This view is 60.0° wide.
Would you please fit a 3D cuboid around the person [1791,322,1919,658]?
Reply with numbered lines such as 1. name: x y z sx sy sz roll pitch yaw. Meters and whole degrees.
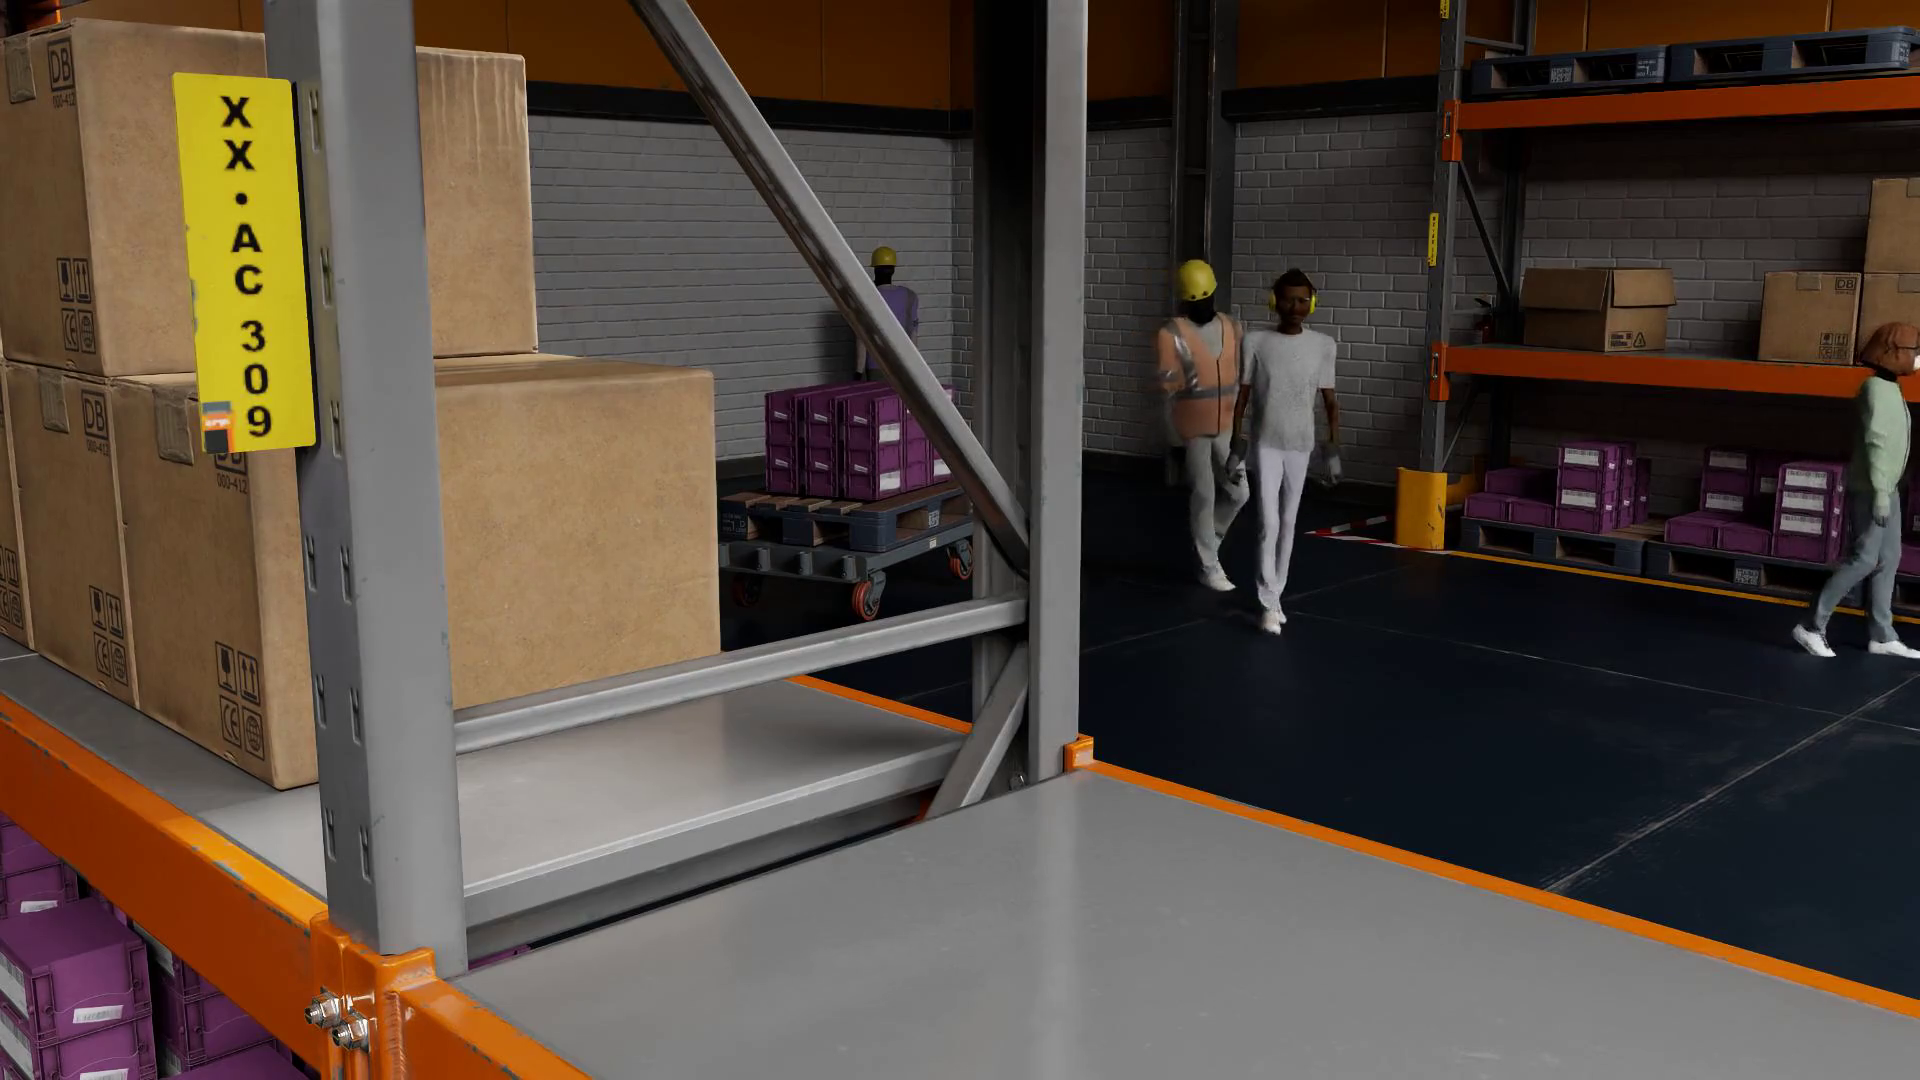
1. person: 4.363 -0.219 7.943 0.474 1.650 0.507 8 13 39

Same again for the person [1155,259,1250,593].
1. person: 1.384 -0.630 9.378 0.627 1.887 0.411 -5 12 -28

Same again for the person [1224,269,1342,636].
1. person: 1.671 -0.436 8.445 0.567 1.842 0.809 -1 10 -3

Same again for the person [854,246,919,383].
1. person: -0.633 -1.504 14.054 0.590 1.927 0.367 -6 12 -30
